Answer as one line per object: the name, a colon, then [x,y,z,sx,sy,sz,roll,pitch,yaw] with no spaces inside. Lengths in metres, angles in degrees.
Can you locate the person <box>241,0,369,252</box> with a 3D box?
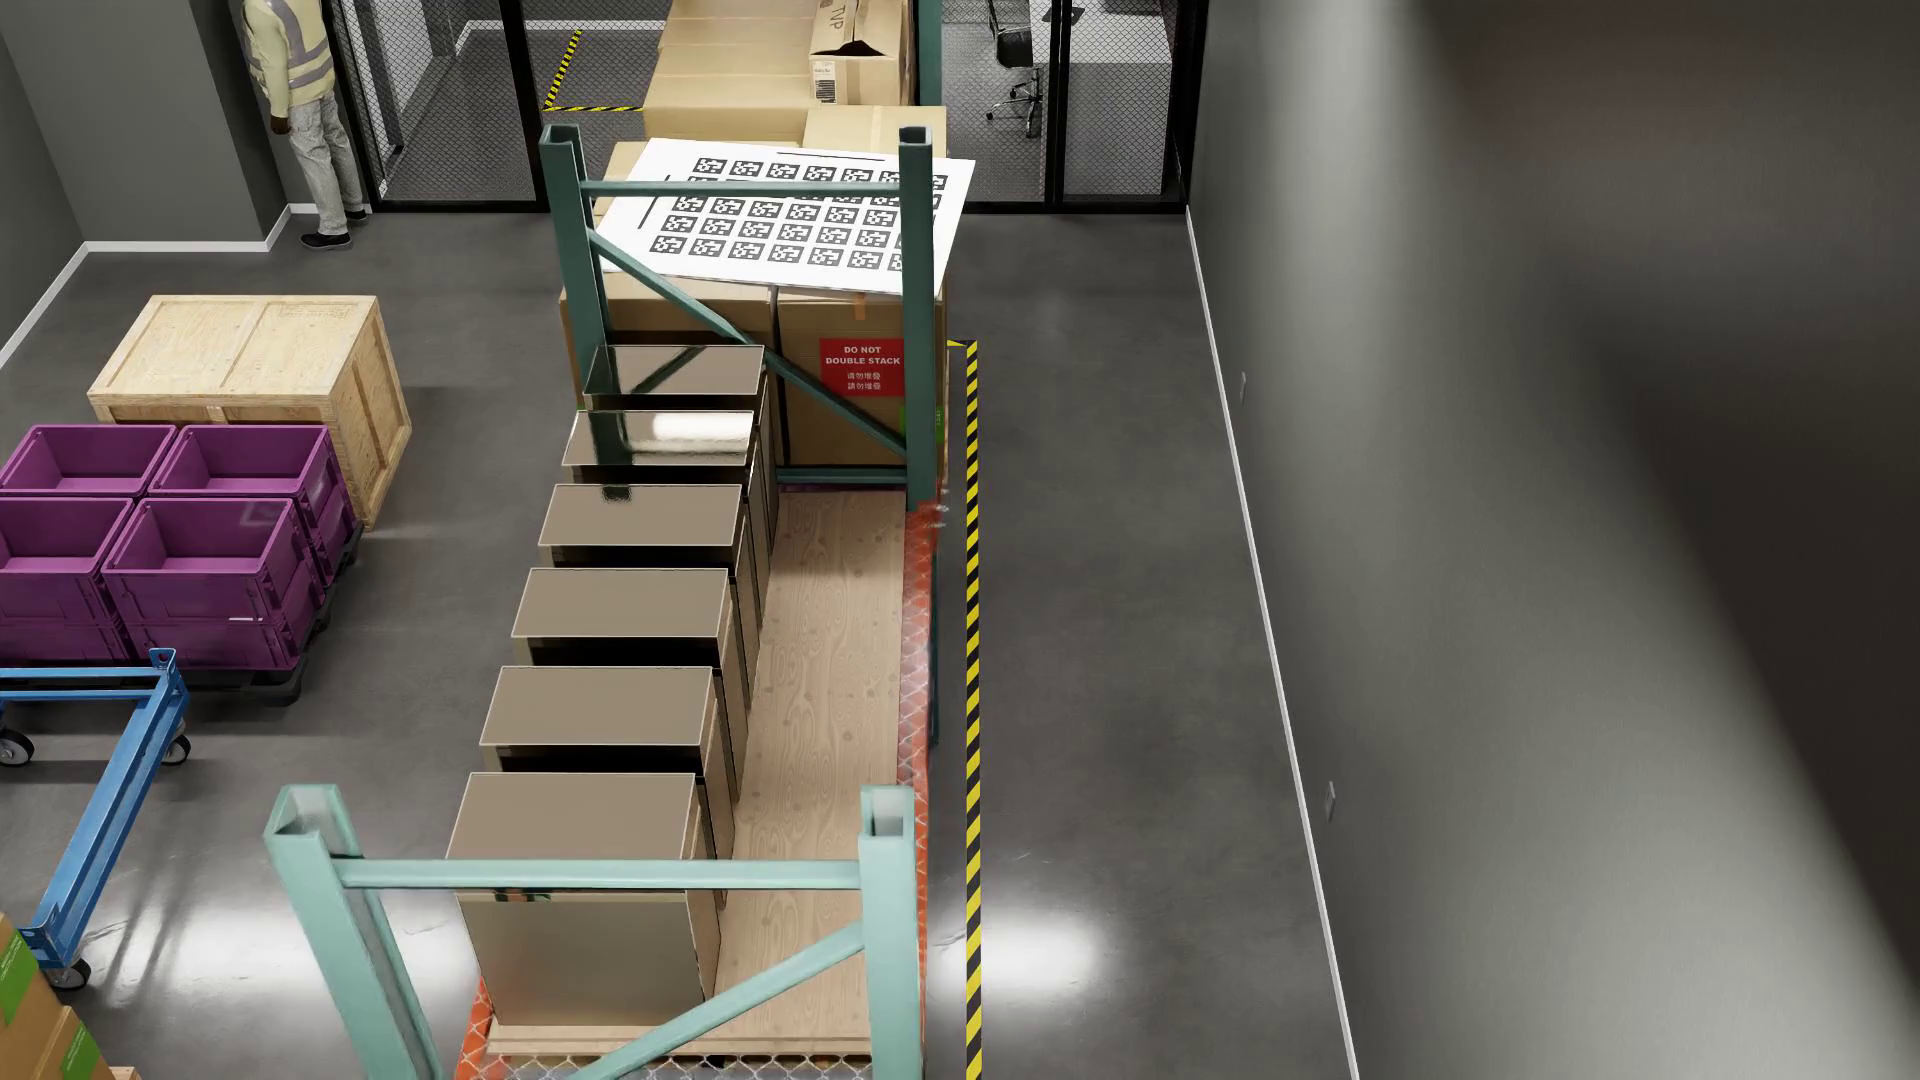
person: [-3.471,-2.392,8.699,0.404,1.833,0.590,5,41,5]
